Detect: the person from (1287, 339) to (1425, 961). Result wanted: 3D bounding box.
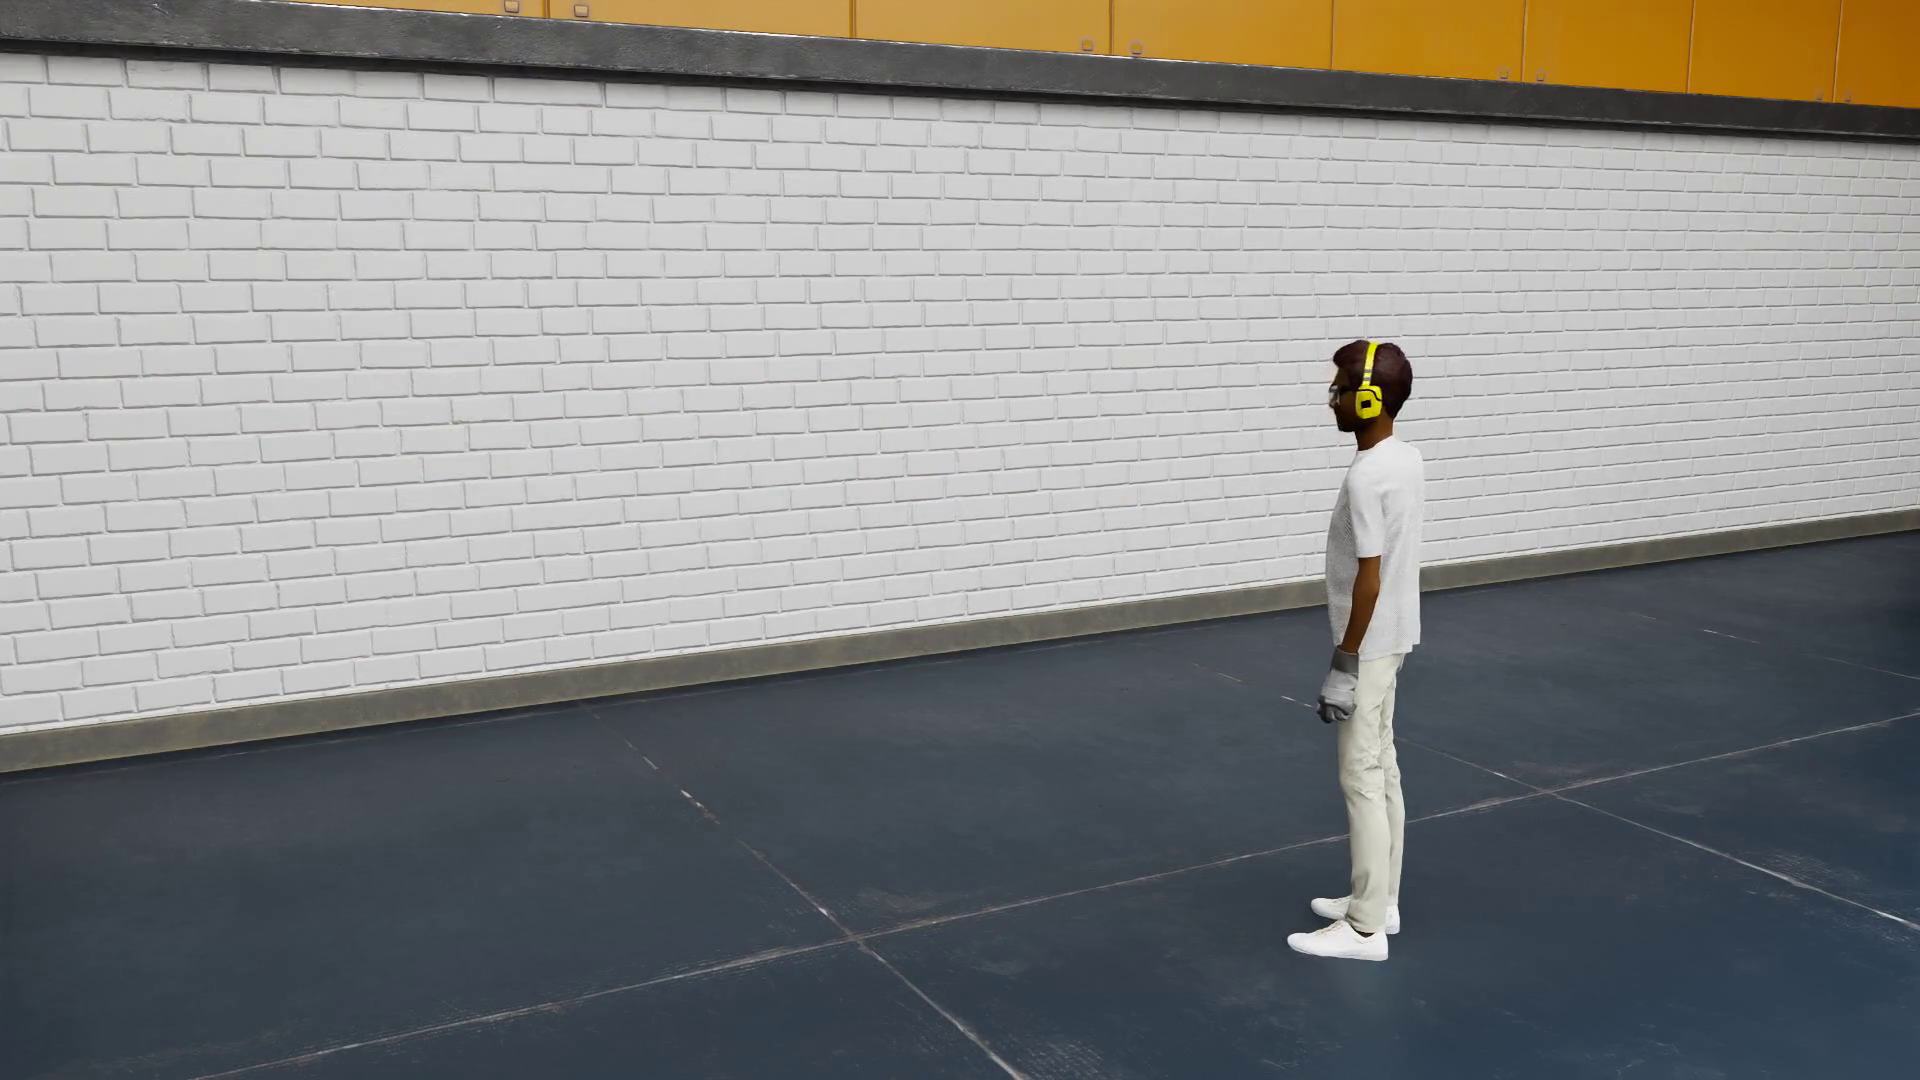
[{"bbox_3d":[1.209,0.333,5.017,0.328,1.872,0.511,5,11,26],"label":"person"}]
